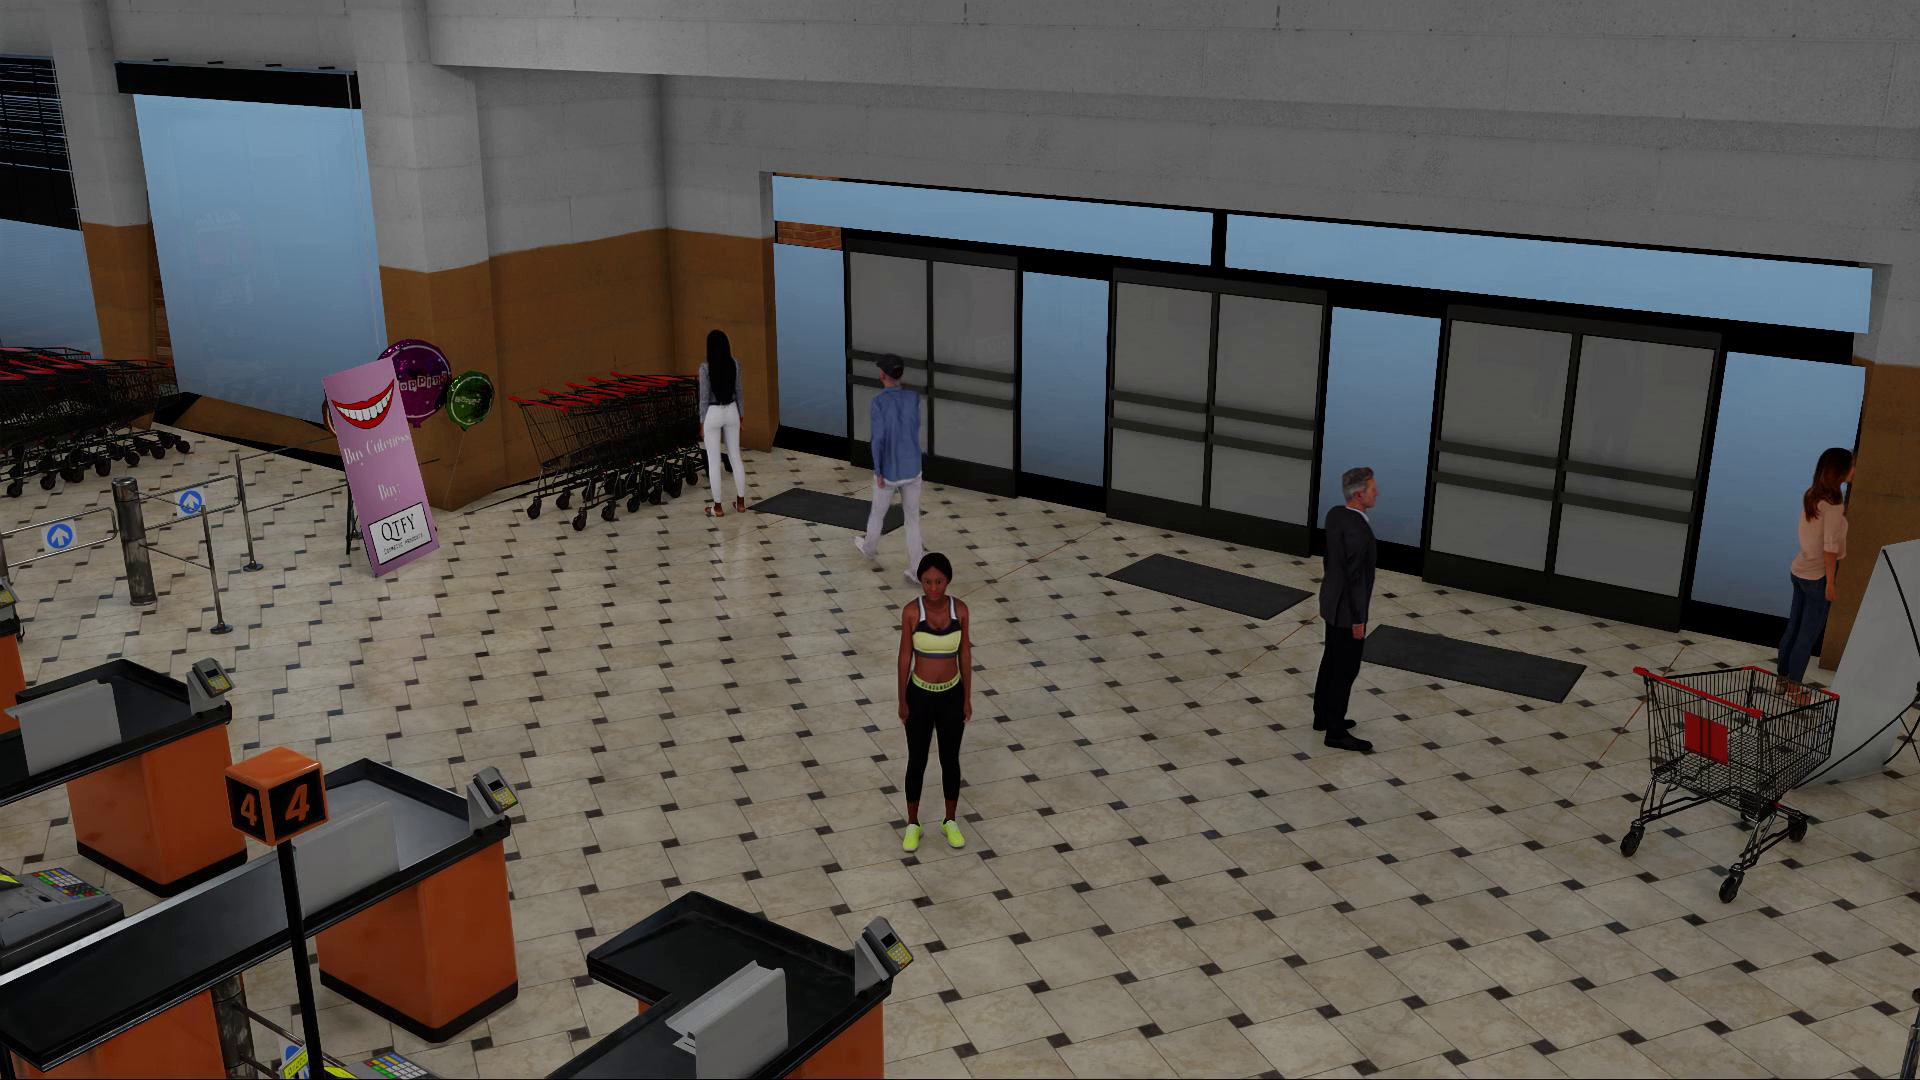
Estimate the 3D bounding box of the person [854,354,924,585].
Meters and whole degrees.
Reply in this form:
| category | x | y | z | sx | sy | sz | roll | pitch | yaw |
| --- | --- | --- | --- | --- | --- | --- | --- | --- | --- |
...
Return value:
| category | x | y | z | sx | sy | sz | roll | pitch | yaw |
| --- | --- | --- | --- | --- | --- | --- | --- | --- | --- |
| person | -0.459 | -0.531 | 13.391 | 1.176 | 1.841 | 1.064 | -9 | 21 | -26 |

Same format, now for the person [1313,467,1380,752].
| category | x | y | z | sx | sy | sz | roll | pitch | yaw |
| --- | --- | --- | --- | --- | --- | --- | --- | --- | --- |
| person | 2.470 | 0.410 | 10.603 | 0.866 | 1.839 | 0.771 | -1 | 19 | -4 |

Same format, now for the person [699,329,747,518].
| category | x | y | z | sx | sy | sz | roll | pitch | yaw |
| --- | --- | --- | --- | --- | --- | --- | --- | --- | --- |
| person | -2.183 | -1.078 | 15.195 | 0.574 | 1.724 | 0.725 | -12 | 22 | -31 |

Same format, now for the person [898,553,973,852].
| category | x | y | z | sx | sy | sz | roll | pitch | yaw |
| --- | --- | --- | --- | --- | --- | --- | --- | --- | --- |
| person | -0.139 | 0.894 | 9.301 | 0.639 | 1.754 | 0.692 | -3 | 19 | -8 |

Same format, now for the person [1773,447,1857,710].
| category | x | y | z | sx | sy | sz | roll | pitch | yaw |
| --- | --- | --- | --- | --- | --- | --- | --- | --- | --- |
| person | 5.735 | 0.241 | 11.176 | 0.731 | 1.792 | 0.618 | 2 | 19 | 6 |
